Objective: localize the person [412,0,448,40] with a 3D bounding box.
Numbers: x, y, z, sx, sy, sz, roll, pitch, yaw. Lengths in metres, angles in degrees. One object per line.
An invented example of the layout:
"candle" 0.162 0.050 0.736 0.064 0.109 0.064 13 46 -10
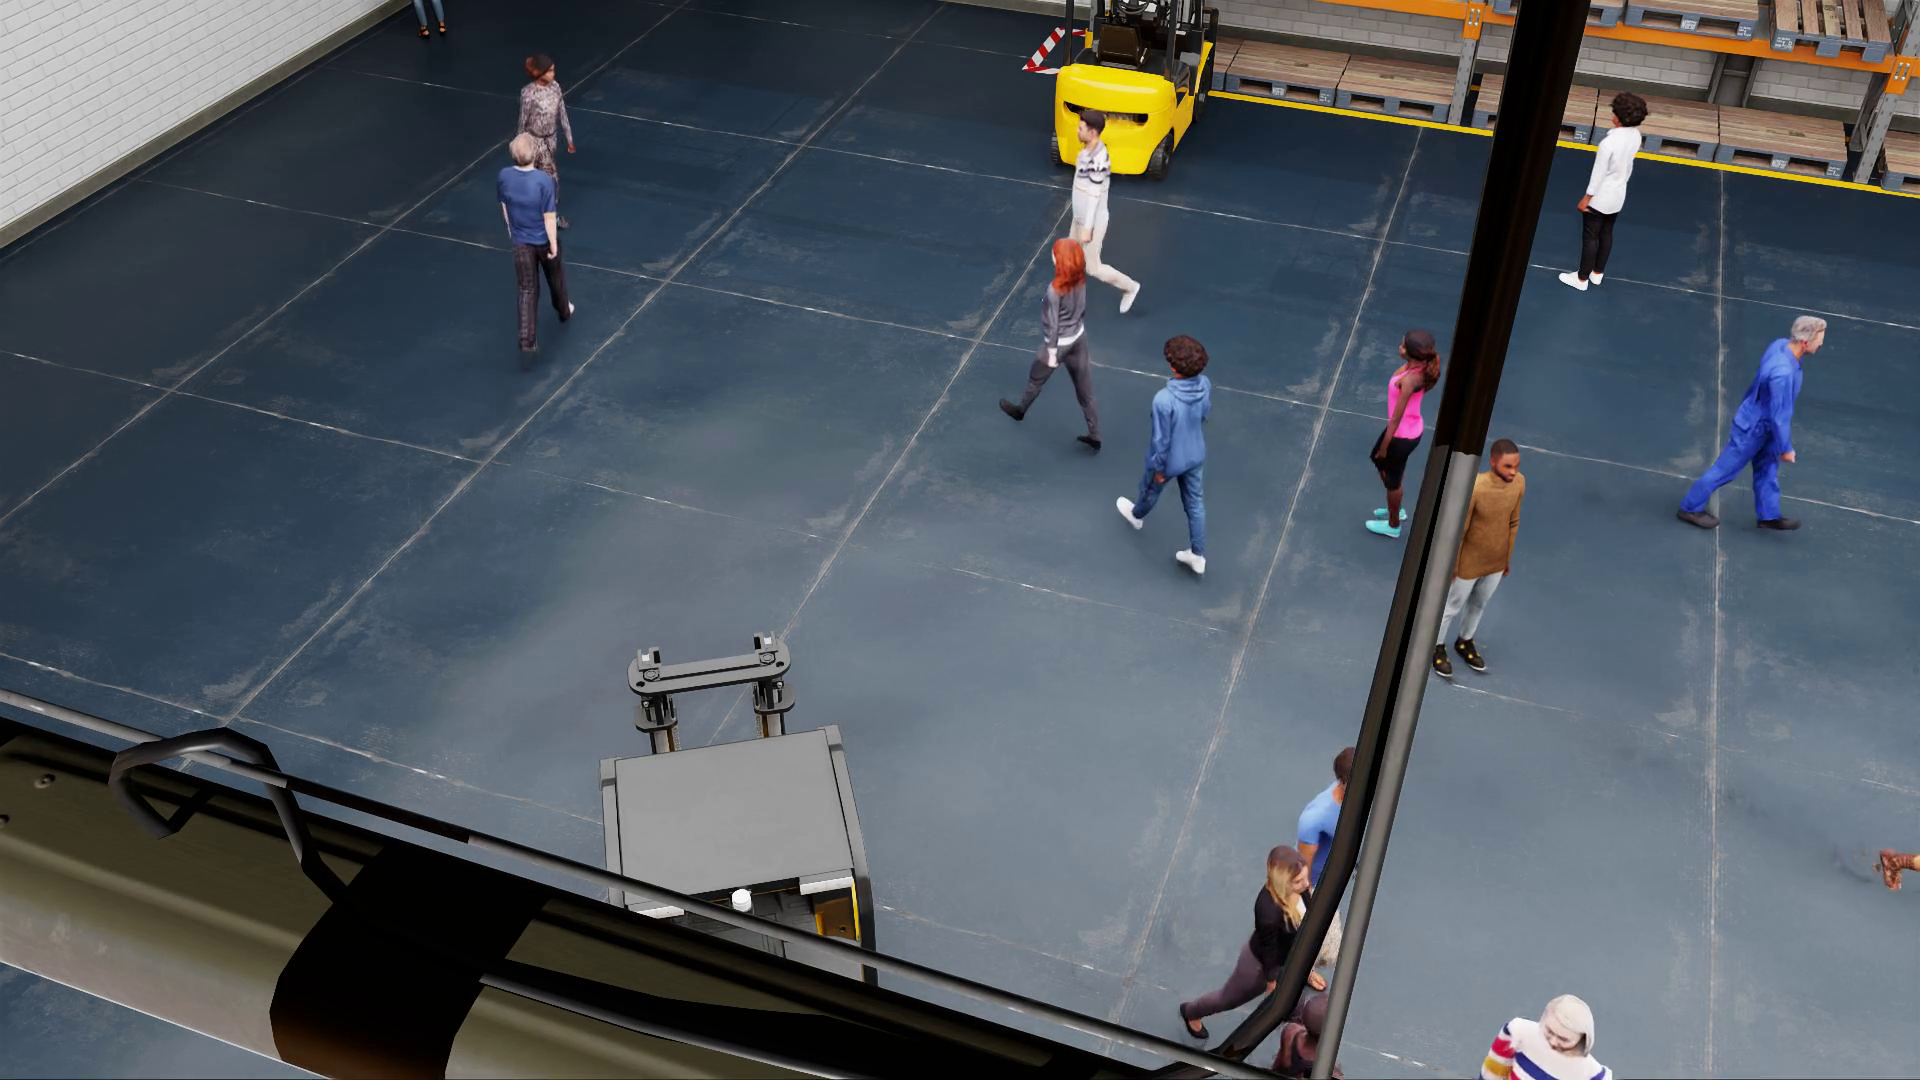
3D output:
"person" -6.237 -6.623 19.118 0.697 1.680 0.750 -18 42 -21

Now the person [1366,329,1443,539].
"person" 3.194 -0.717 11.699 0.638 1.711 0.612 18 42 22

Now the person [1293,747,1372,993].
"person" 1.799 1.676 8.594 0.764 1.846 0.748 28 47 31

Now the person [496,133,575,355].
"person" -3.542 -2.410 13.728 1.223 1.824 0.989 1 39 1

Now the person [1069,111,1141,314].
"person" 1.194 -2.746 14.142 1.141 1.832 0.938 -2 39 -2

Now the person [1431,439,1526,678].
"person" 3.301 0.088 10.606 0.691 1.816 0.763 -14 41 -17

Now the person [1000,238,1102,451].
"person" 0.857 -1.429 12.583 1.248 1.720 0.911 29 47 31

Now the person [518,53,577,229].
"person" -3.940 -3.702 15.467 0.725 1.674 0.835 -30 47 -32

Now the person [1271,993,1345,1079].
"person" 1.416 2.694 7.435 1.277 1.702 1.101 -10 40 -12

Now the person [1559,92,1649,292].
"person" 5.653 -3.040 14.529 0.727 1.809 0.770 -20 43 -23

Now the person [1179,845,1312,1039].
"person" 1.432 2.082 8.270 1.095 1.615 0.725 20 43 23

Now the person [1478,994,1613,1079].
"person" 2.627 2.565 7.527 0.944 1.788 0.918 31 48 33

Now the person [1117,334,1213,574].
"person" 1.546 -0.554 11.449 1.139 1.768 1.252 -20 43 -23

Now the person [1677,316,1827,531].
"person" 5.525 -0.814 11.758 1.110 1.788 0.847 21 43 24
